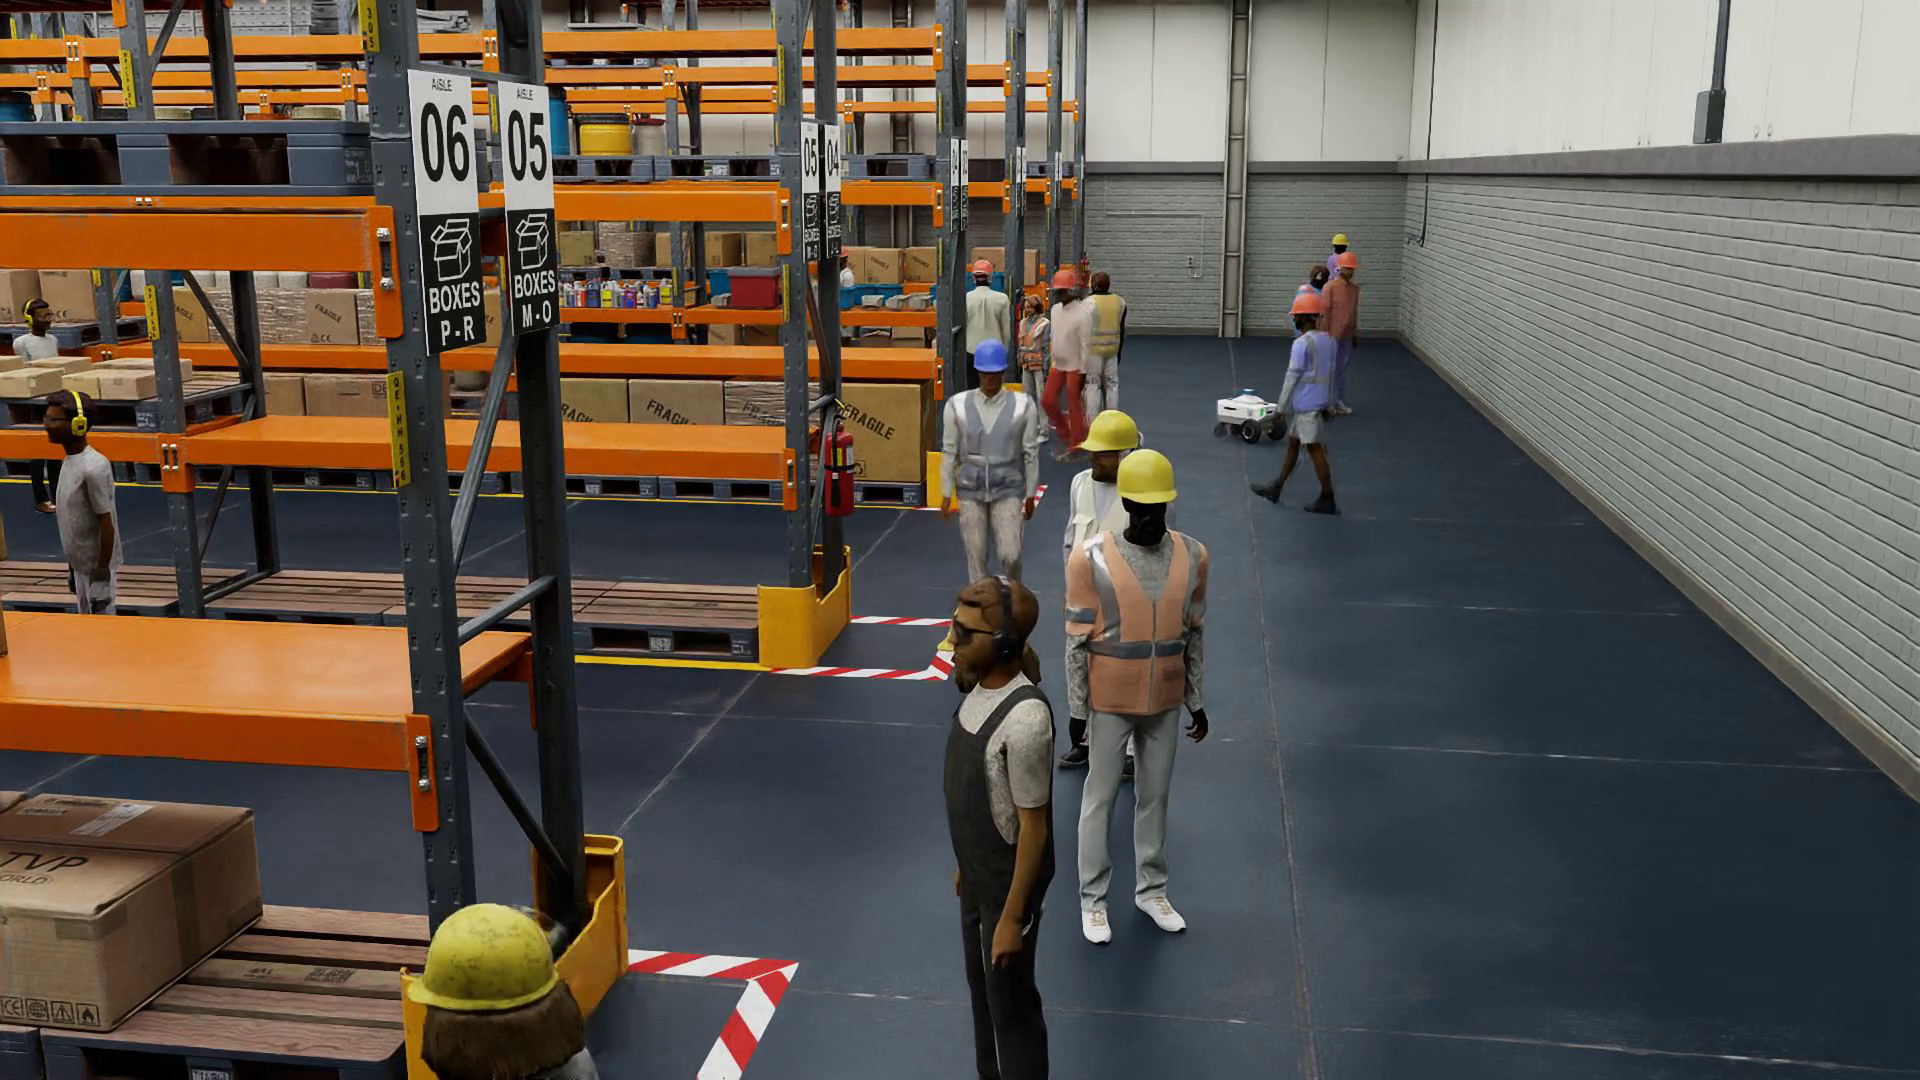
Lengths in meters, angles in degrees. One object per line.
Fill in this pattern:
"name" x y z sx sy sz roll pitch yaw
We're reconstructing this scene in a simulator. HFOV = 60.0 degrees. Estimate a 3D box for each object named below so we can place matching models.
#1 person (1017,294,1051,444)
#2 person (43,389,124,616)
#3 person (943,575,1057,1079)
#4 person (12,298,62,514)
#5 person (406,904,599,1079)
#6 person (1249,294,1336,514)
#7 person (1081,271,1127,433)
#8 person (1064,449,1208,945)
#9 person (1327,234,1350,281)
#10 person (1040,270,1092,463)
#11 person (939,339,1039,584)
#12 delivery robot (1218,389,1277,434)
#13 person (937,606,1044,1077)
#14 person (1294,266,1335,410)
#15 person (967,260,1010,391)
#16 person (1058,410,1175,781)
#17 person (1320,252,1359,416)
"person" 0.820 -1.884 18.309 0.321 1.631 0.519 -10 16 -38
"person" -4.483 0.156 8.545 0.328 1.876 0.515 -11 17 -41
"person" 0.095 0.998 4.813 0.345 1.847 0.507 -4 13 -16
"person" -7.979 -1.171 14.545 0.328 1.873 0.519 2 13 8
"person" -0.864 1.472 2.979 0.768 1.716 0.491 0 12 -1
"person" 2.942 -1.199 14.596 0.945 1.893 0.561 9 15 35
"person" 1.584 -2.132 18.952 0.622 1.843 0.429 -7 14 -30
"person" 0.690 0.599 6.422 0.585 1.929 0.370 -4 13 -17
"person" 6.312 -4.150 27.864 0.364 1.928 0.586 1 13 4
"person" 1.091 -1.758 16.954 0.447 1.968 0.640 -9 15 -36
"person" 0.178 -0.295 10.449 0.621 1.930 0.461 1 13 6
"delivery robot" 3.209 -1.434 18.513 0.477 0.478 0.707 -10 16 -37
"person" 0.095 1.013 4.997 0.322 1.736 0.485 -1 13 -3
"person" 4.442 -2.506 20.748 0.730 1.795 0.629 -8 15 -31
"person" 0.253 -2.117 18.542 0.613 1.991 0.392 -1 13 -4
"person" 0.749 0.269 8.141 0.593 1.828 0.403 10 16 37
"person" 4.660 -2.521 20.363 0.622 1.990 0.402 -9 15 -36
